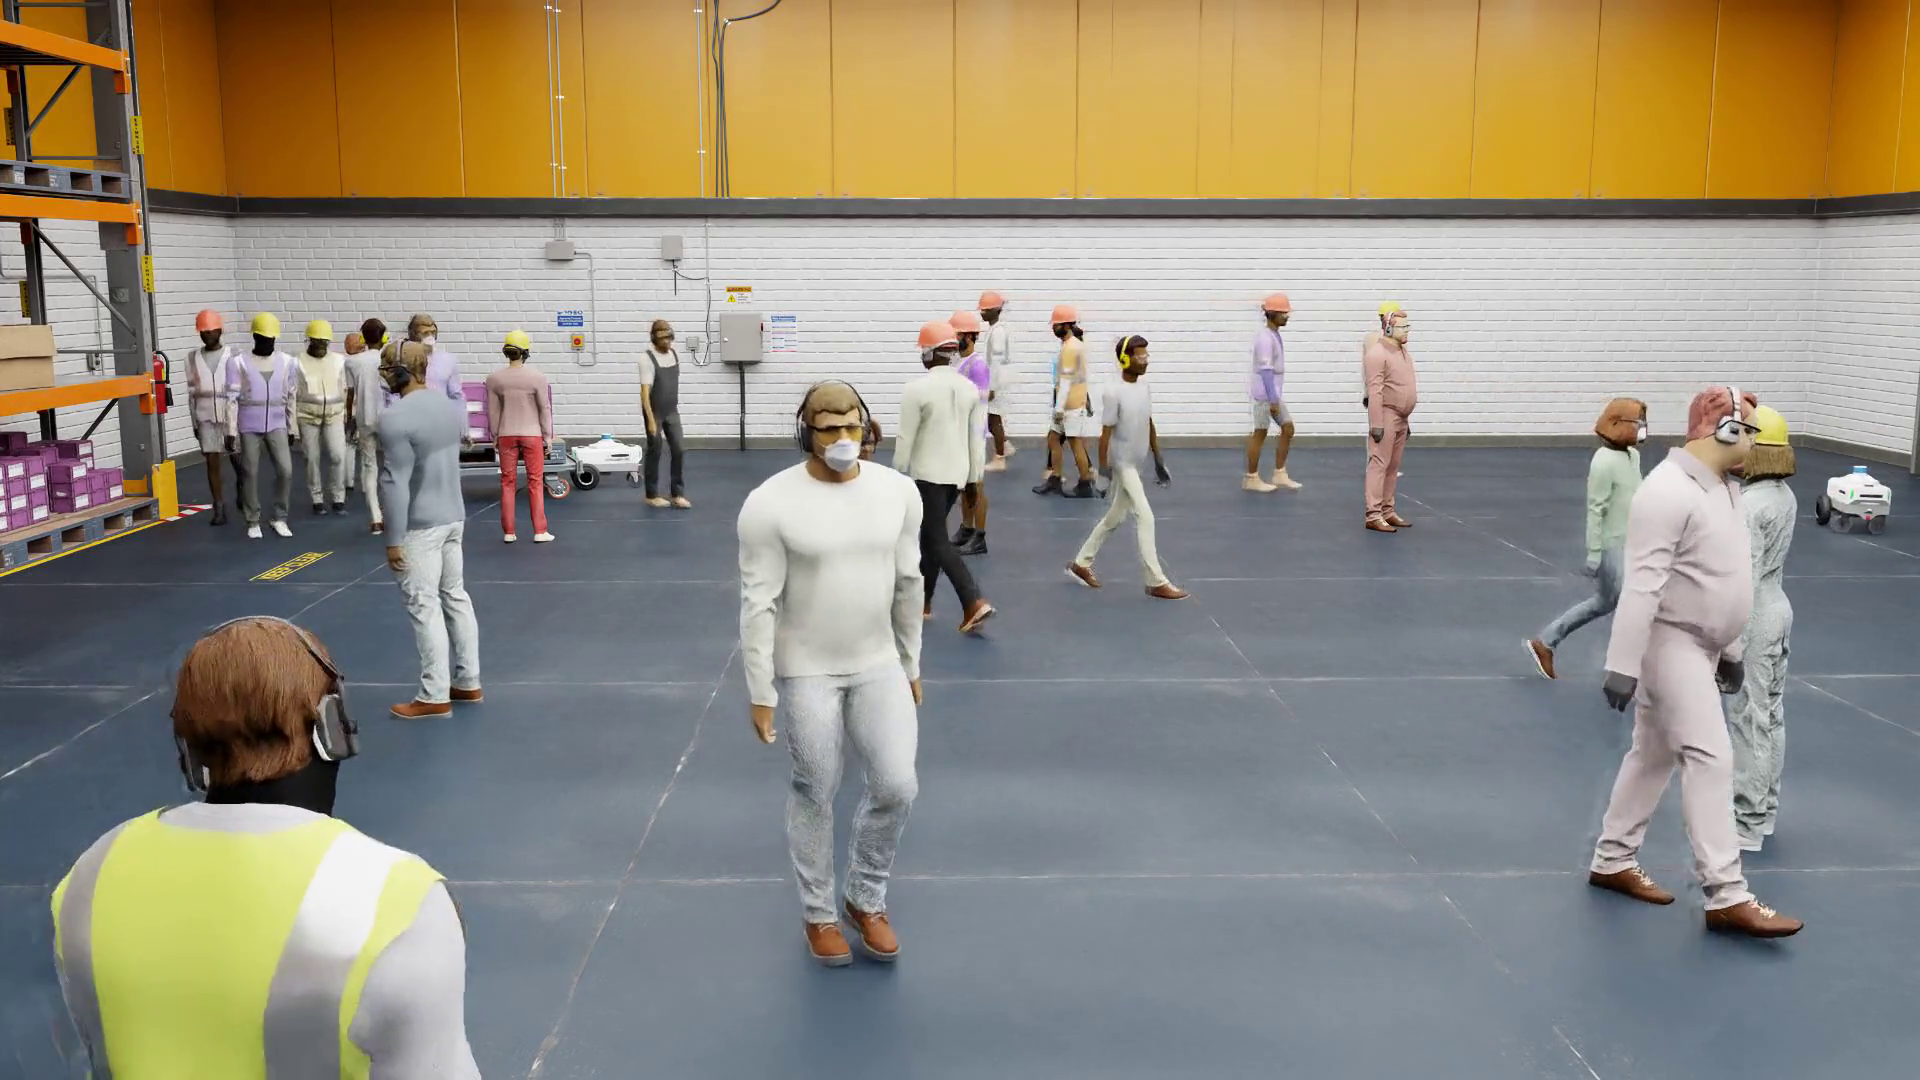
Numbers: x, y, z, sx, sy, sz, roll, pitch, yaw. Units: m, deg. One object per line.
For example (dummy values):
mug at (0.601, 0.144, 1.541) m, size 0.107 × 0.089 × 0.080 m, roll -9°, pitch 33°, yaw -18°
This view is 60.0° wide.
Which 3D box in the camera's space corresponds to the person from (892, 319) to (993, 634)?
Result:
person at (-0.093, -0.406, 10.462) m, size 0.955 × 1.965 × 0.602 m, roll 8°, pitch 12°, yaw 42°

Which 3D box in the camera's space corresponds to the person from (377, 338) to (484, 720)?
person at (-2.721, -0.055, 8.435) m, size 0.388 × 1.927 × 0.644 m, roll 2°, pitch 10°, yaw 13°

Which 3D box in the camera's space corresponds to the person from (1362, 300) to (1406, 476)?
person at (4.651, -1.651, 18.185) m, size 0.374 × 1.927 × 0.593 m, roll -6°, pitch 11°, yaw -32°

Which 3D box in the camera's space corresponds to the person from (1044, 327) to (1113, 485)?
person at (1.237, -1.390, 17.387) m, size 0.847 × 1.649 × 0.557 m, roll 5°, pitch 10°, yaw 26°

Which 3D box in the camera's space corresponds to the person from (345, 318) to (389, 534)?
person at (-5.011, -0.976, 14.287) m, size 0.543 × 1.847 × 0.434 m, roll -2°, pitch 9°, yaw -10°

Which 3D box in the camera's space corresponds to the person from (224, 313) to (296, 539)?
person at (-5.847, -0.945, 13.930) m, size 0.637 × 1.895 × 0.607 m, roll -7°, pitch 12°, yaw -38°

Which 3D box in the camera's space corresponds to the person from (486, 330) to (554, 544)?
person at (-3.623, -0.844, 13.729) m, size 0.525 × 1.769 × 0.309 m, roll 0°, pitch 9°, yaw 1°

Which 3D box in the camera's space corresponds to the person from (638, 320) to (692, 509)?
person at (-2.802, -1.162, 15.585) m, size 0.677 × 1.791 × 0.539 m, roll 8°, pitch 12°, yaw 40°

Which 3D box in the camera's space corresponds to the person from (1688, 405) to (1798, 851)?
person at (3.082, 0.342, 6.524) m, size 0.310 × 1.744 × 0.486 m, roll 8°, pitch 12°, yaw 41°

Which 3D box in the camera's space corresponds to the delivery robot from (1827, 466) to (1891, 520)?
delivery robot at (7.784, -0.398, 14.407) m, size 0.477 × 0.478 × 0.707 m, roll 2°, pitch 9°, yaw 12°

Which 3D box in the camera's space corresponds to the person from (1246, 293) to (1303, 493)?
person at (3.218, -1.462, 16.721) m, size 0.719 × 2.020 × 0.648 m, roll 4°, pitch 10°, yaw 23°

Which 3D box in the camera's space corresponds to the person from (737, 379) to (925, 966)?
person at (-0.381, 0.447, 5.333) m, size 0.650 × 1.917 × 0.524 m, roll -4°, pitch 10°, yaw -23°

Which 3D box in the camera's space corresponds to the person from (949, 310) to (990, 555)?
person at (0.040, -0.848, 13.223) m, size 0.361 × 1.939 × 0.542 m, roll -3°, pitch 10°, yaw -19°

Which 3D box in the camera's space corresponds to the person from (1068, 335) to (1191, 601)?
person at (1.161, -0.520, 11.590) m, size 0.996 × 1.829 × 0.520 m, roll 6°, pitch 11°, yaw 32°

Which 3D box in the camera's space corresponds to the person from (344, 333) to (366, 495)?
person at (-6.082, -1.281, 16.852) m, size 0.510 × 1.618 × 0.632 m, roll -2°, pitch 10°, yaw -15°

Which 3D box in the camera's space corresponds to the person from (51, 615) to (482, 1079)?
person at (-0.901, 1.005, 2.251) m, size 0.634 × 1.814 × 0.493 m, roll 3°, pitch 10°, yaw 20°

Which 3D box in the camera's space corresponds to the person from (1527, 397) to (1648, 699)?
person at (3.431, 0.029, 8.887) m, size 0.751 × 1.610 × 0.509 m, roll 8°, pitch 12°, yaw 39°

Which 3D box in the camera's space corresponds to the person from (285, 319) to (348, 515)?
person at (-5.827, -1.102, 15.168) m, size 0.632 × 1.805 × 0.686 m, roll -6°, pitch 11°, yaw -33°

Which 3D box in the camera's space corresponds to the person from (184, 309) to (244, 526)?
person at (-6.611, -1.113, 14.901) m, size 0.549 × 1.921 × 0.694 m, roll -2°, pitch 9°, yaw -11°

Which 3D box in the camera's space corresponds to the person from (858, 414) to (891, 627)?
person at (-0.518, 0.210, 7.699) m, size 0.515 × 1.619 × 0.662 m, roll -4°, pitch 10°, yaw -21°

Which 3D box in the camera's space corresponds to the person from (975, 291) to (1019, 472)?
person at (0.363, -1.750, 18.490) m, size 0.419 × 2.025 × 0.602 m, roll -1°, pitch 9°, yaw -6°

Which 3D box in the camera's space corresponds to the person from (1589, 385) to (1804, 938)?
person at (2.616, 0.410, 5.739) m, size 0.877 × 1.862 × 0.685 m, roll 8°, pitch 12°, yaw 41°

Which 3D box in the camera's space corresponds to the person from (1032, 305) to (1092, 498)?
person at (0.980, -1.356, 16.415) m, size 0.759 × 1.909 × 0.584 m, roll 1°, pitch 9°, yaw 8°

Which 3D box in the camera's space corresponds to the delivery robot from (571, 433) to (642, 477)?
delivery robot at (-3.661, -0.862, 17.255) m, size 0.707 × 0.478 × 0.477 m, roll -3°, pitch 10°, yaw -16°

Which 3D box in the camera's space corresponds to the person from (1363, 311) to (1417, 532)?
person at (3.753, -1.032, 14.453) m, size 0.409 × 1.908 × 0.639 m, roll 7°, pitch 12°, yaw 37°

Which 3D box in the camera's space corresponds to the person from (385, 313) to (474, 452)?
person at (-4.171, -0.833, 13.232) m, size 0.810 × 1.913 × 0.634 m, roll 7°, pitch 12°, yaw 38°
